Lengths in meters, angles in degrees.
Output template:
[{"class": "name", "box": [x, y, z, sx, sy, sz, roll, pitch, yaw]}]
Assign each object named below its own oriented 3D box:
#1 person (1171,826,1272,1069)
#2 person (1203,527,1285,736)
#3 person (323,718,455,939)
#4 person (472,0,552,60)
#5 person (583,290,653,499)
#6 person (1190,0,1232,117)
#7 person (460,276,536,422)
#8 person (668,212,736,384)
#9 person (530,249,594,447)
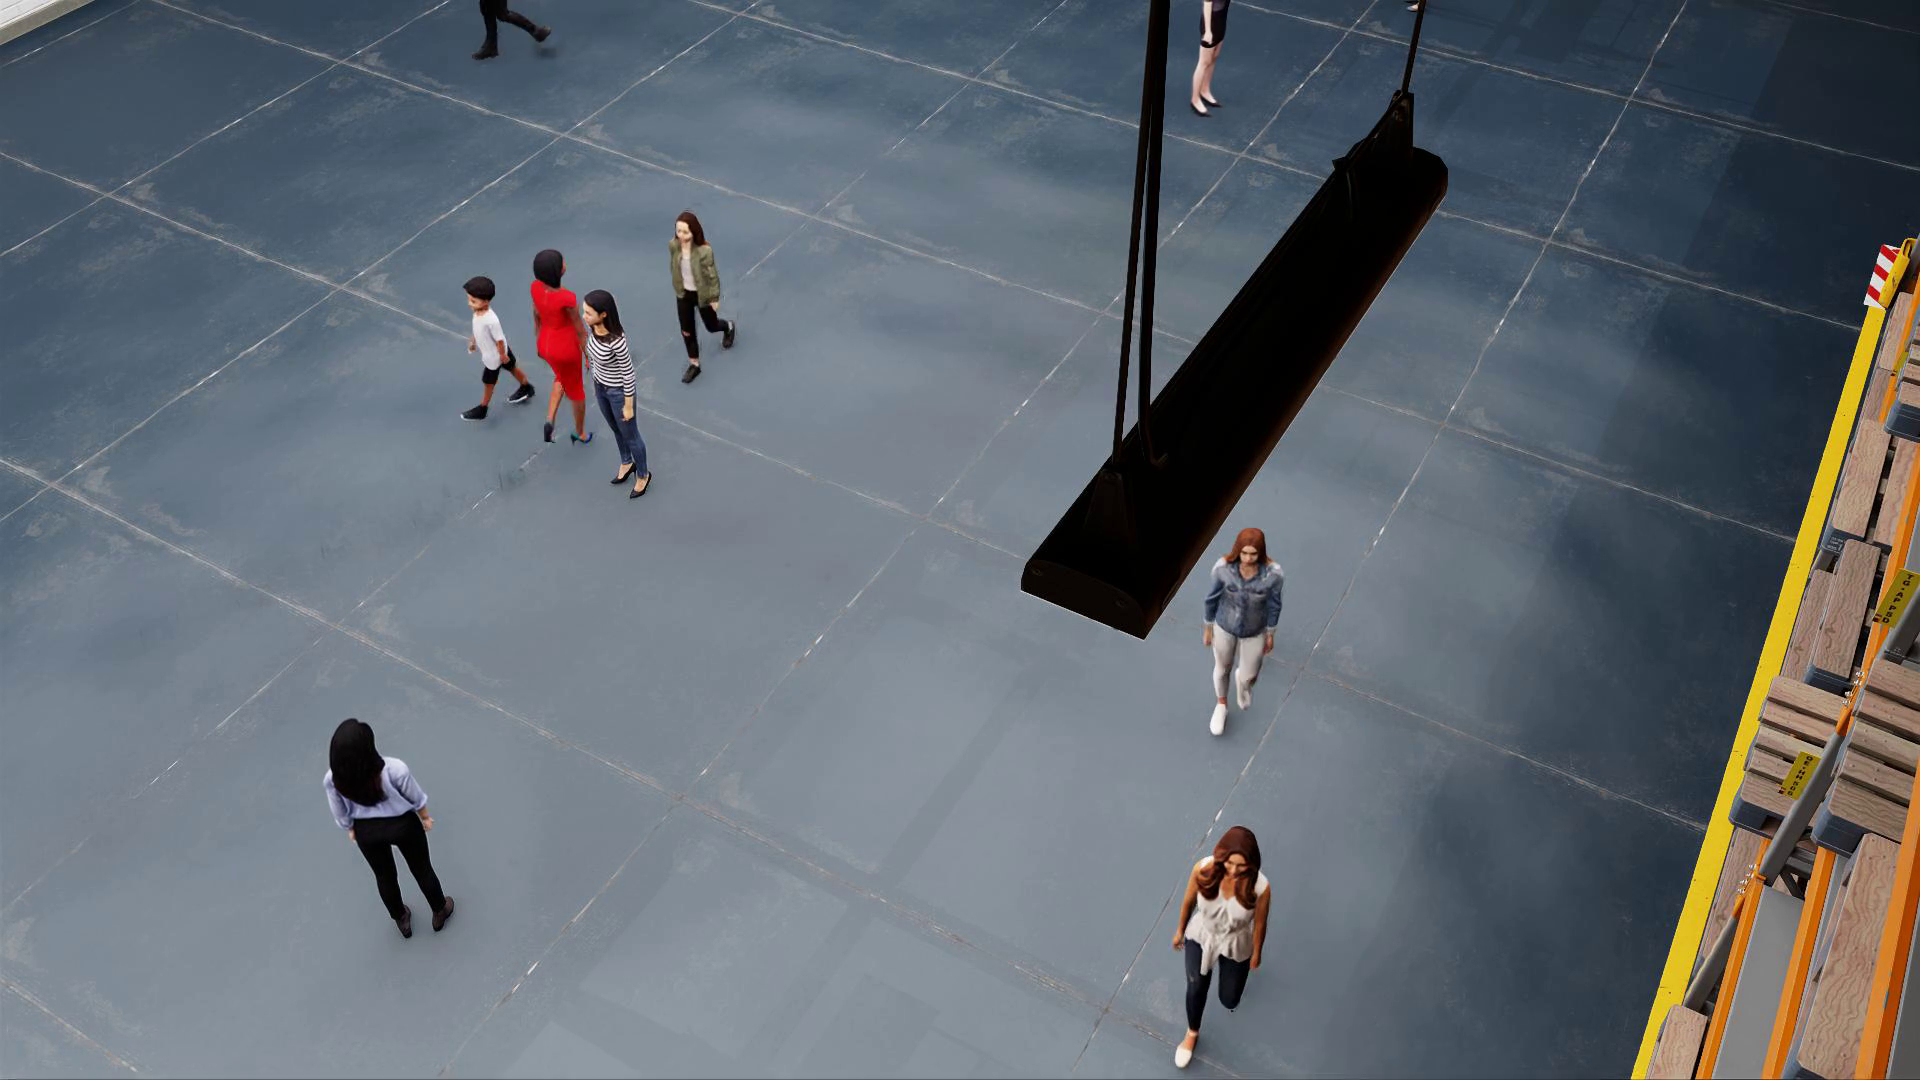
[{"class": "person", "box": [1.389, 2.065, 8.769, 0.661, 1.775, 0.864, 17, 46, 17]}, {"class": "person", "box": [1.773, 0.500, 10.470, 0.725, 1.696, 0.783, 9, 44, 9]}, {"class": "person", "box": [-3.194, 1.614, 9.266, 0.729, 1.743, 0.773, -8, 44, -8]}, {"class": "person", "box": [-4.711, -5.726, 16.975, 1.167, 1.738, 1.082, -10, 44, -10]}, {"class": "person", "box": [-2.487, -1.055, 12.030, 0.588, 1.796, 0.645, -32, 52, -29]}, {"class": "person", "box": [2.448, -5.025, 16.171, 0.633, 1.832, 0.420, 21, 47, 20]}, {"class": "person", "box": [-3.578, -1.529, 12.944, 0.929, 1.222, 0.732, -25, 49, -24]}, {"class": "person", "box": [-2.068, -1.987, 13.254, 0.660, 1.457, 0.935, 16, 46, 16]}, {"class": "person", "box": [-3.021, -1.353, 12.391, 0.622, 1.729, 0.744, 23, 48, 23]}]
